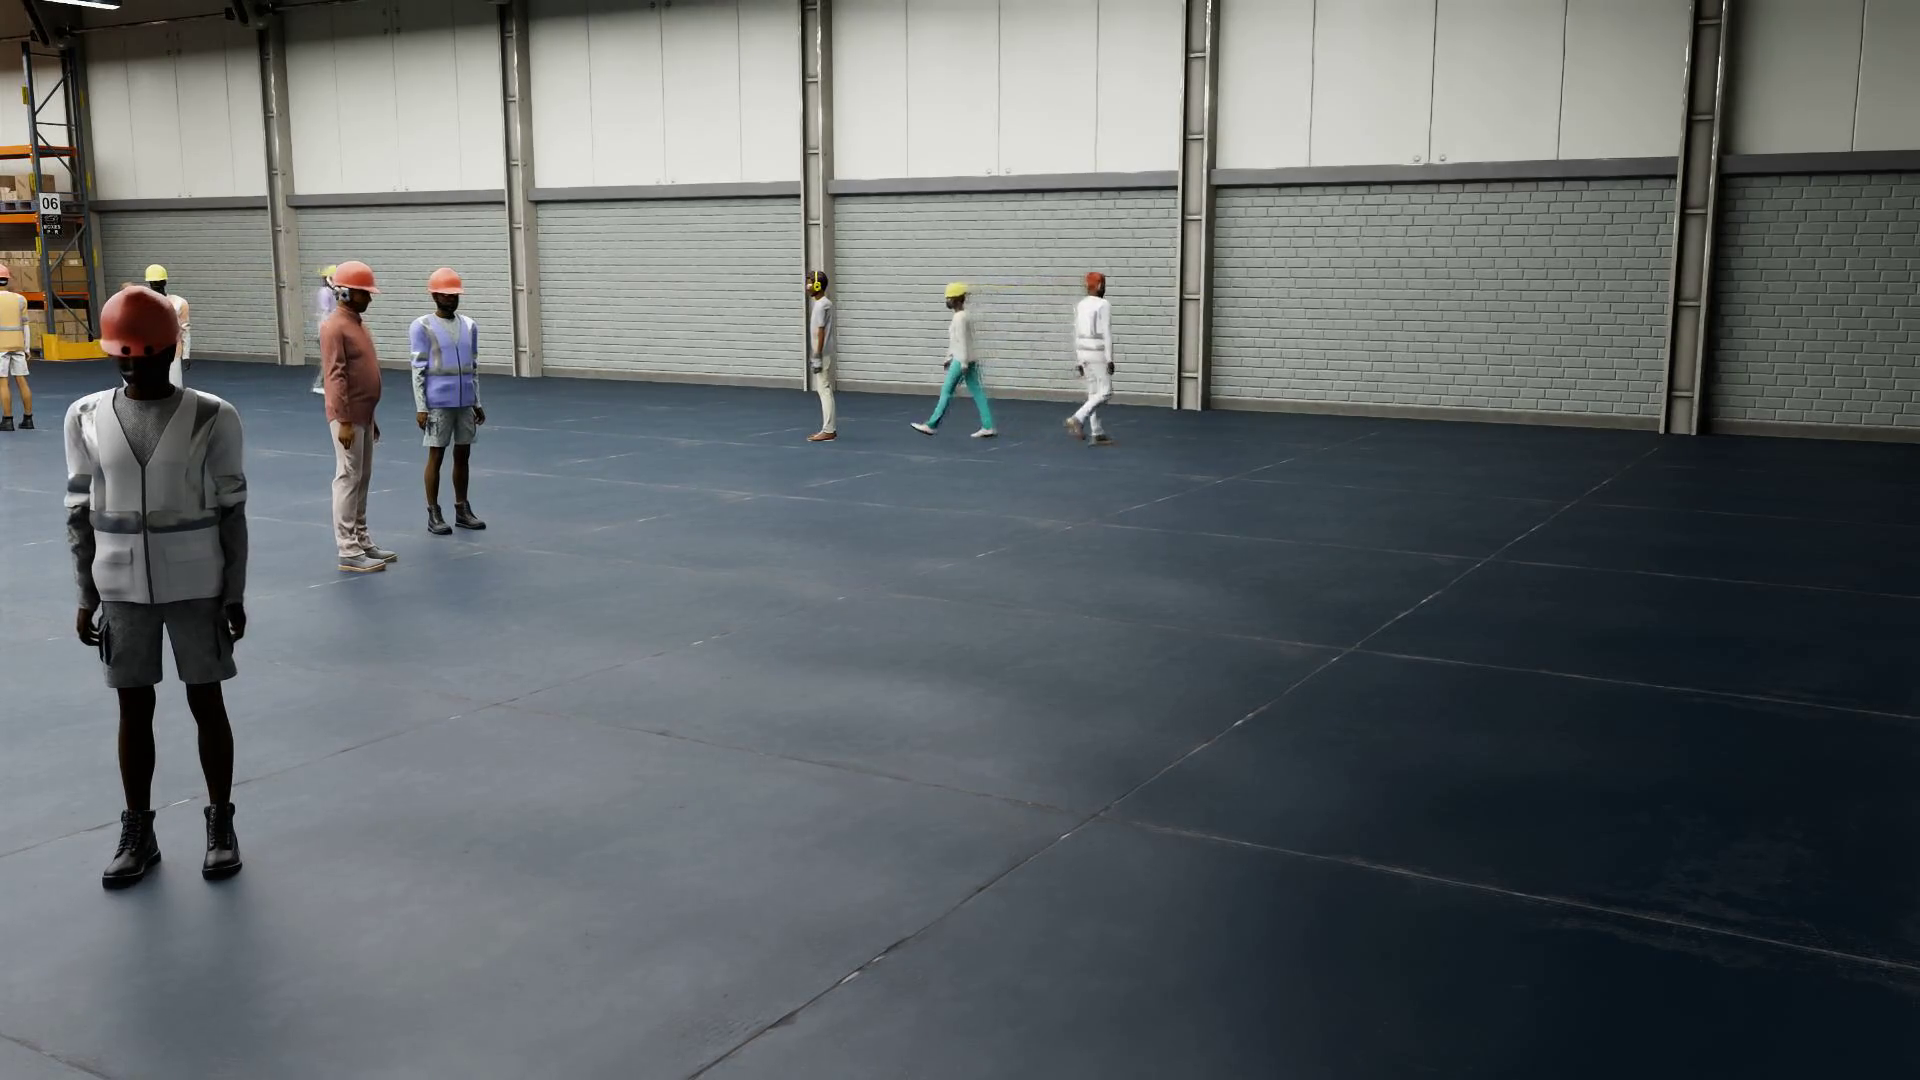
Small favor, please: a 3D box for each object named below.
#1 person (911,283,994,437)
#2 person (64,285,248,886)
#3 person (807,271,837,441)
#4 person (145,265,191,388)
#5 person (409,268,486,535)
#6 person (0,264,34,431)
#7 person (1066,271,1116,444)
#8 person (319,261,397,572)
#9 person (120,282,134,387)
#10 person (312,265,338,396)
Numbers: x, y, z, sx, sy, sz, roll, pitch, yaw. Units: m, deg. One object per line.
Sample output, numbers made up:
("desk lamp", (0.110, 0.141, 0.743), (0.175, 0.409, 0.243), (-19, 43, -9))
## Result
("person", (-0.046, -1.989, 18.538), (0.938, 1.714, 0.517), (2, 10, 10))
("person", (-2.577, 0.154, 5.364), (0.542, 1.931, 0.366), (-2, 10, -13))
("person", (-1.524, -2.014, 18.270), (0.314, 1.861, 0.513), (0, 10, 0))
("person", (-8.824, -2.073, 18.408), (0.587, 1.927, 0.363), (-3, 10, -16))
("person", (-3.722, -1.013, 12.172), (0.368, 1.935, 0.552), (8, 12, 39))
("person", (-11.078, -2.229, 19.290), (0.373, 1.934, 0.551), (5, 11, 29))
("person", (1.386, -1.939, 17.803), (0.552, 1.864, 0.615), (-6, 11, -30))
("person", (-3.905, -0.797, 10.754), (0.385, 1.990, 0.608), (-1, 10, -4))
("person", (-12.316, -3.008, 24.742), (0.283, 1.633, 0.497), (2, 10, 9))
("person", (-9.031, -3.004, 24.041), (0.844, 1.905, 0.605), (-1, 10, -8))
